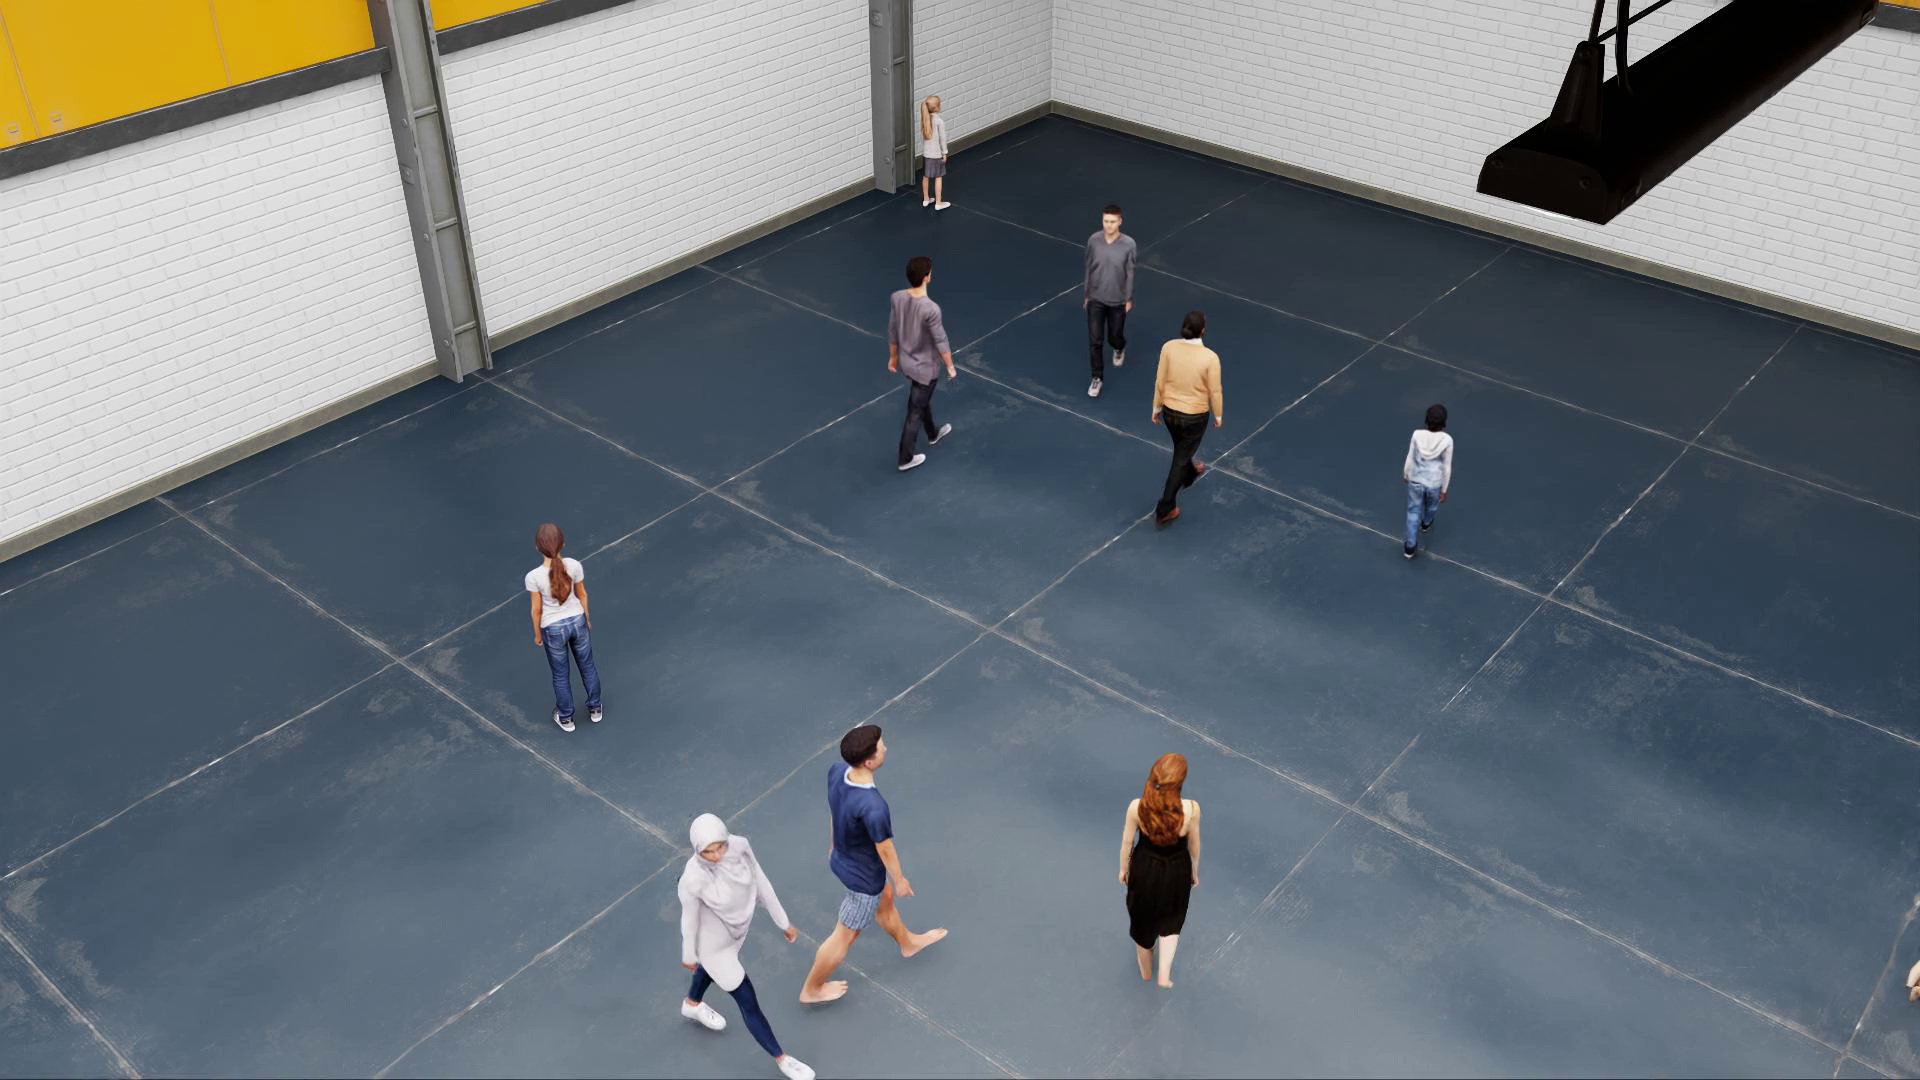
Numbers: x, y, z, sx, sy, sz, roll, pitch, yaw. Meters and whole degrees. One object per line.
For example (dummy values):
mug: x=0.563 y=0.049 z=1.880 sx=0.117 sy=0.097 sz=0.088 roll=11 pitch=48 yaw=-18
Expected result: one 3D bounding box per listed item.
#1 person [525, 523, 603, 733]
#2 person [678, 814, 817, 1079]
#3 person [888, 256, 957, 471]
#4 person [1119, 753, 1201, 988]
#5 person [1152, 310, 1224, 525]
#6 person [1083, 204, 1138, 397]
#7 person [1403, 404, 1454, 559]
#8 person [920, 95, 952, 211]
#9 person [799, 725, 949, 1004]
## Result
person: x=-2.598 y=0.558 z=10.904 sx=0.559 sy=1.563 sz=0.666 roll=-16 pitch=37 yaw=-23
person: x=-1.278 y=2.019 z=8.563 sx=0.841 sy=1.721 sz=1.148 roll=18 pitch=38 yaw=25
person: x=-0.399 y=-1.405 z=13.622 sx=0.989 sy=1.823 sz=0.746 roll=-27 pitch=42 yaw=-35
person: x=1.072 y=1.856 z=8.909 sx=0.778 sy=1.611 sz=0.851 roll=2 pitch=34 yaw=2
person: x=1.723 y=-0.926 z=13.008 sx=0.736 sy=1.706 sz=1.182 roll=22 pitch=39 yaw=29
person: x=1.334 y=-2.185 z=14.865 sx=0.854 sy=1.747 sz=1.035 roll=9 pitch=35 yaw=13
person: x=3.539 y=-0.427 z=12.680 sx=0.677 sy=1.237 sz=0.879 roll=11 pitch=35 yaw=16
person: x=-0.297 y=-4.328 z=18.515 sx=0.503 sy=1.275 sz=0.508 roll=24 pitch=41 yaw=32
person: x=-0.599 y=1.783 z=8.848 sx=1.252 sy=1.798 sz=0.923 roll=-17 pitch=37 yaw=-24
